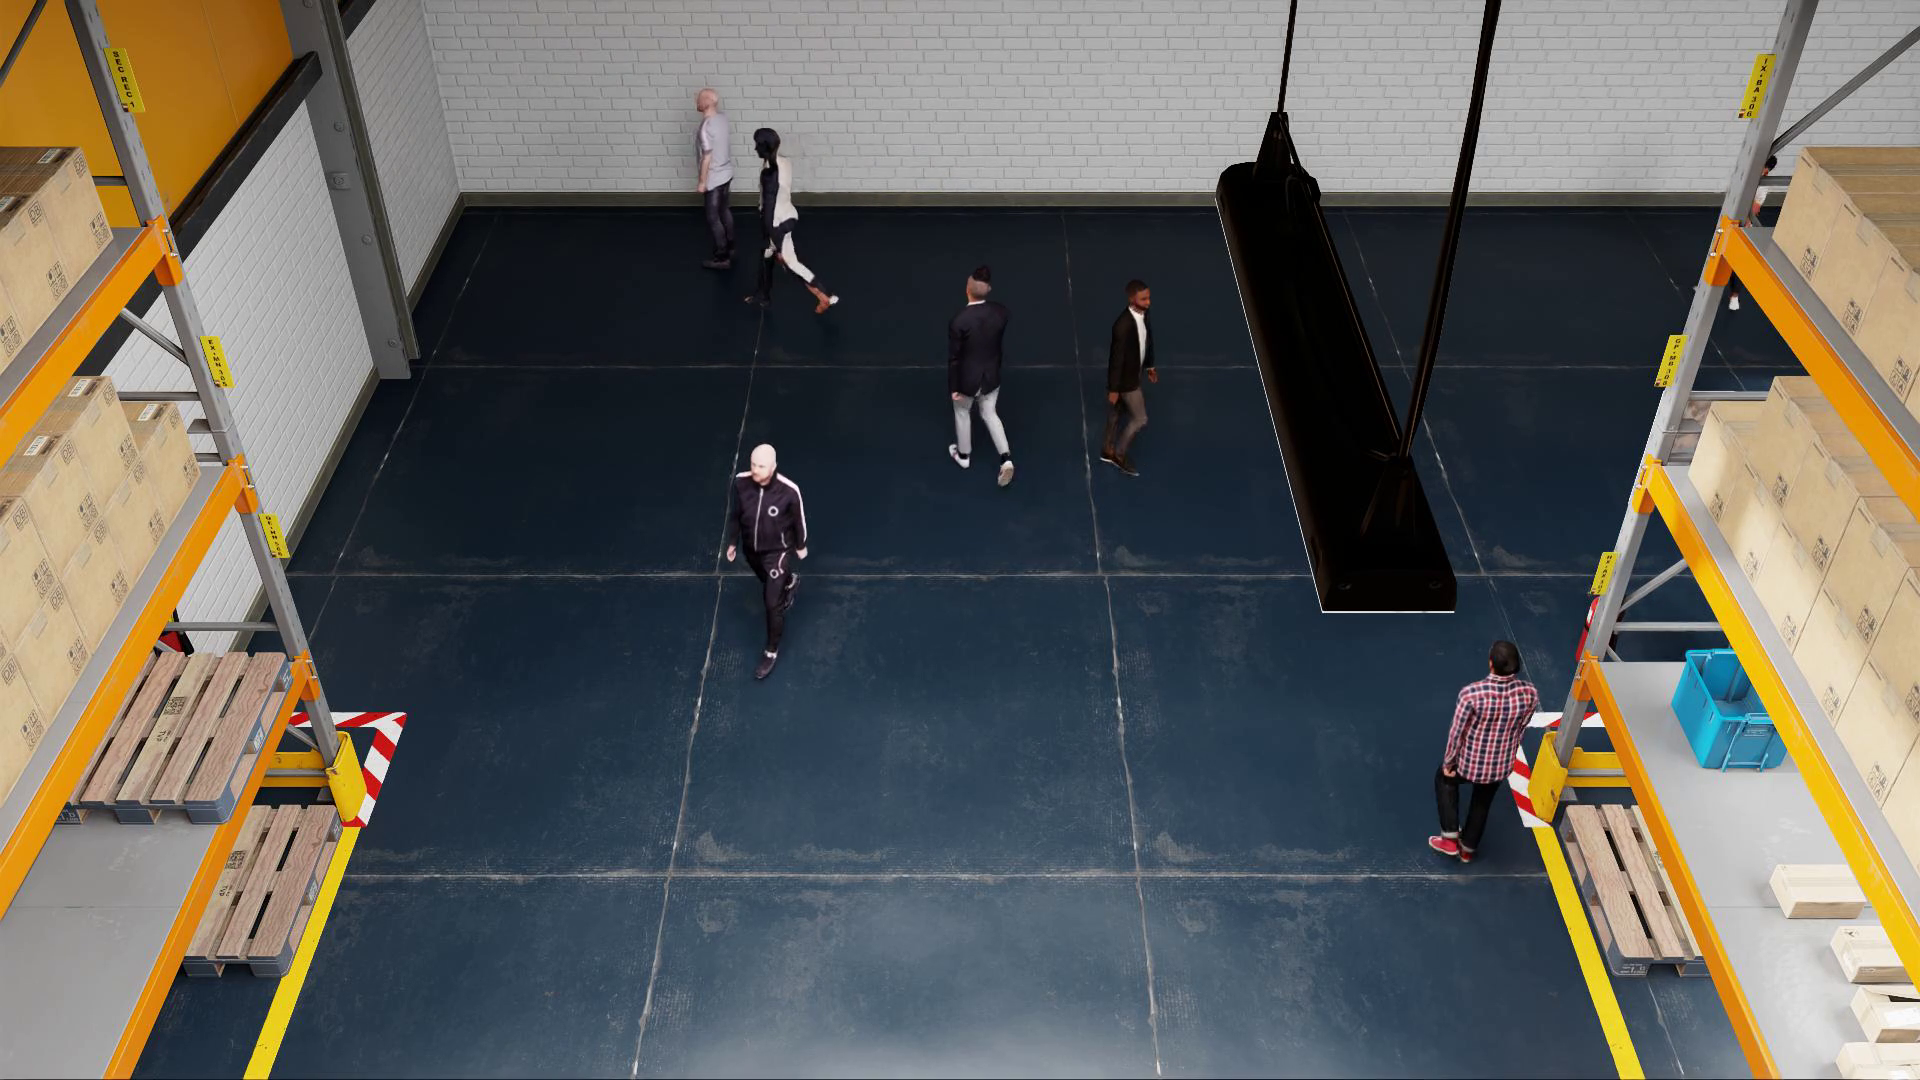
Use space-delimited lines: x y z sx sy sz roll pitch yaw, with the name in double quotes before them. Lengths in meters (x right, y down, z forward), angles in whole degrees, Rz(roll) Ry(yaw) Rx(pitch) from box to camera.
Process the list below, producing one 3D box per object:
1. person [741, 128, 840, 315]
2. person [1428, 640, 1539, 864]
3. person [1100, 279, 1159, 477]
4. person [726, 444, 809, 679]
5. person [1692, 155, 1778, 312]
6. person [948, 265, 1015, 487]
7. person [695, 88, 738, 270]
"person" -1.590 -2.903 15.478 0.859 1.849 1.195 5 39 6
"person" 3.226 1.371 10.205 0.678 1.752 0.589 -1 39 -1
"person" 1.278 -1.352 13.586 0.839 1.787 0.716 13 41 16
"person" -1.324 0.014 11.868 0.995 1.797 1.318 14 41 17
"person" 7.355 -3.001 15.791 0.779 1.611 0.545 4 39 5
"person" 0.199 -1.295 13.403 0.995 1.926 1.197 -19 42 -22
"person" -2.397 -3.549 16.300 0.804 1.833 0.638 13 40 16
